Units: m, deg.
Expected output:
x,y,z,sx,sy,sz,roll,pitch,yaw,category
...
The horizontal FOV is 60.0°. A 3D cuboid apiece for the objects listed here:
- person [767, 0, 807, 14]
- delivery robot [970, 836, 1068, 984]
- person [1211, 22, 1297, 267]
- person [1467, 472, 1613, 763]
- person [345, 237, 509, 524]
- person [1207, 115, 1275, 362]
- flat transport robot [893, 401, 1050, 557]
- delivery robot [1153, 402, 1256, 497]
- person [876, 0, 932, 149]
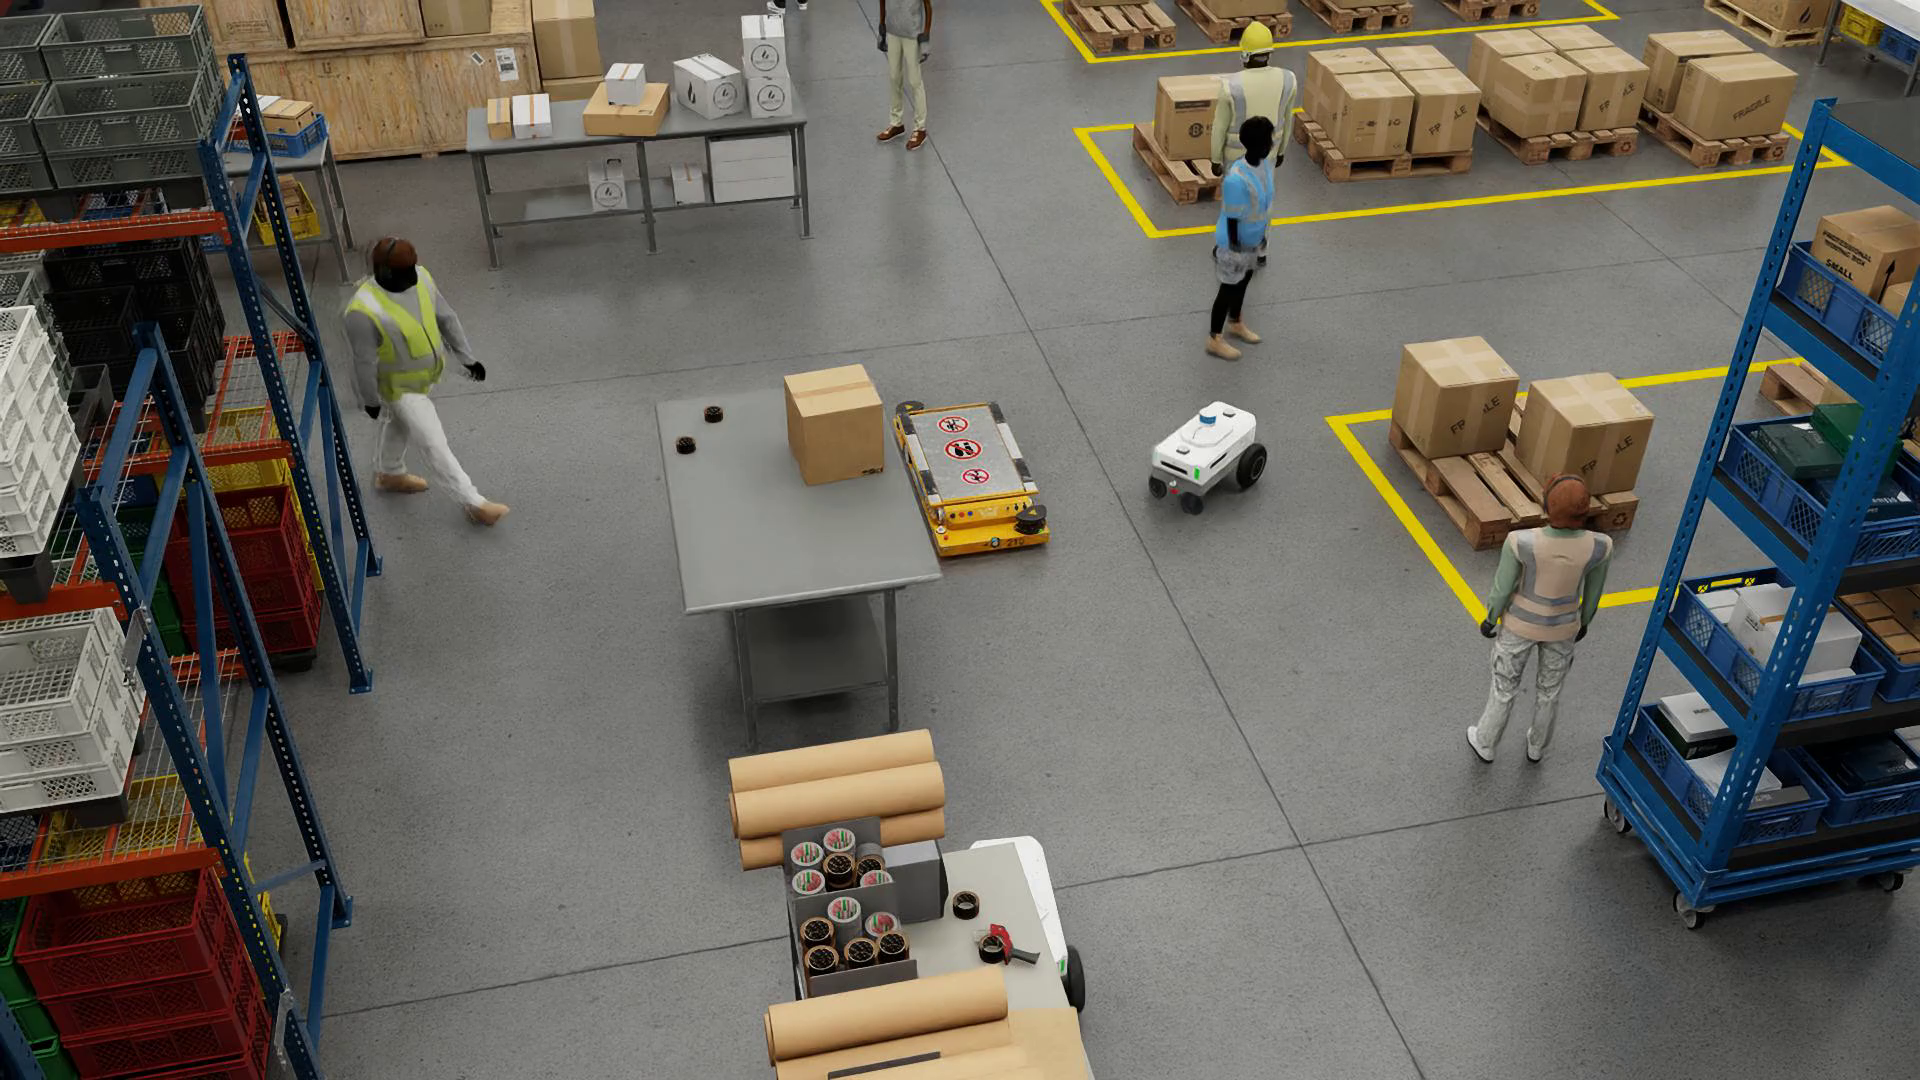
x,y,z,sx,sy,sz,roll,pitch,yaw,category
-1.762,-6.220,16.520,0.592,1.920,0.392,-16,40,-20,person
0.235,1.591,7.081,0.477,0.478,0.707,-5,37,-6,delivery robot
2.093,-2.834,12.052,0.595,1.827,0.403,-7,37,-9,person
2.728,0.398,7.856,0.514,1.640,0.309,2,37,2,person
-3.121,-0.929,9.533,0.997,1.784,0.638,12,38,16,person
1.878,-2.016,11.055,0.321,1.696,0.540,21,42,26,person
0.046,-0.430,10.108,0.652,0.197,1.431,-8,37,-10,flat transport robot
1.467,-0.562,9.975,0.477,0.478,0.707,25,44,30,delivery robot
-0.475,-4.200,13.845,0.531,1.870,0.317,21,42,26,person
